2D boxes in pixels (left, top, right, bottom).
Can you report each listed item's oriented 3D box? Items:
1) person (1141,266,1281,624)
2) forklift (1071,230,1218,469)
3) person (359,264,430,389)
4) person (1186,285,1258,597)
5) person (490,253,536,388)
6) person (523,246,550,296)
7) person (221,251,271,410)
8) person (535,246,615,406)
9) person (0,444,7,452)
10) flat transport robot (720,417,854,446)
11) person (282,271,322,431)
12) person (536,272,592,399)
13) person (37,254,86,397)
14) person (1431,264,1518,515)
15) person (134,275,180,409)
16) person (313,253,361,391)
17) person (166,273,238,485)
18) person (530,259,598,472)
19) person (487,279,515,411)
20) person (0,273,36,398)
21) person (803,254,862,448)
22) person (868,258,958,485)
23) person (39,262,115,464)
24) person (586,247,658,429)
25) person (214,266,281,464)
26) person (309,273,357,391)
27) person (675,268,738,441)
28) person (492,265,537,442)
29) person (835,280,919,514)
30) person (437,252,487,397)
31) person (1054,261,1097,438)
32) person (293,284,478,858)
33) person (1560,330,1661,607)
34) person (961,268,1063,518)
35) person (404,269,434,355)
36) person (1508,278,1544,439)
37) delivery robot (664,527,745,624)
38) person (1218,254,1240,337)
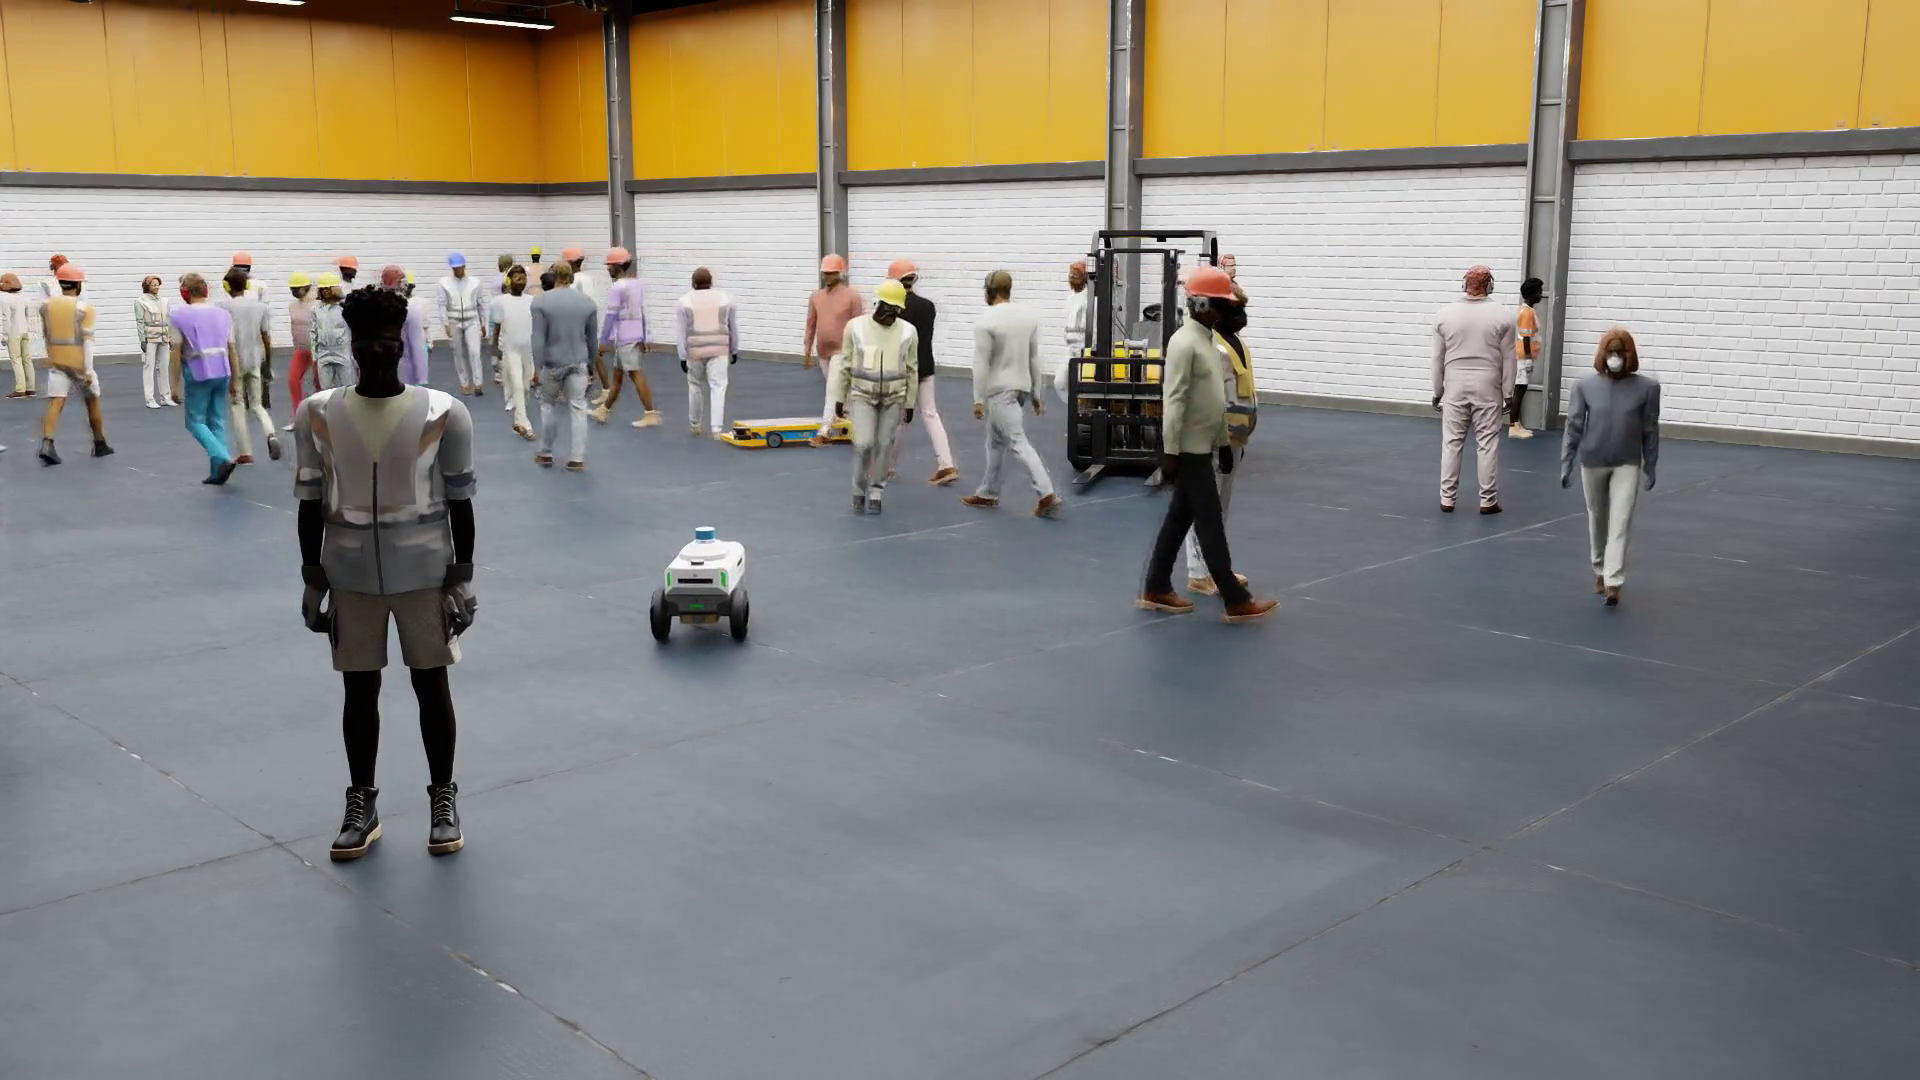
[{"bbox_3d":[1.396,-0.525,9.224,0.841,1.955,0.646,4,11,21],"label":"person"},{"bbox_3d":[1.804,-1.825,15.677,1.214,2.155,2.313,2,11,13],"label":"forklift"},{"bbox_3d":[-4.833,-1.393,14.153,0.672,1.884,0.523,4,11,22],"label":"person"},{"bbox_3d":[1.561,-0.601,9.966,0.430,1.844,0.624,6,12,30],"label":"person"},{"bbox_3d":[-6.262,-3.055,23.235,1.039,1.886,0.642,10,14,43],"label":"person"},{"bbox_3d":[-7.992,-4.586,31.457,0.594,1.925,0.370,-5,12,-27],"label":"person"},{"bbox_3d":[-8.730,-2.556,20.361,0.552,1.935,0.368,-8,13,-37],"label":"person"},{"bbox_3d":[-4.821,-2.665,20.820,1.049,1.986,0.633,4,11,19],"label":"person"},{"bbox_3d":[-9.672,-1.640,16.229,0.670,1.611,0.544,6,12,30],"label":"person"},{"bbox_3d":[-1.690,-1.123,17.098,1.431,0.197,0.652,-4,11,-23],"label":"flat transport robot"},{"bbox_3d":[-7.126,-2.034,18.041,0.552,1.733,0.680,5,12,26],"label":"person"},{"bbox_3d":[-5.158,-2.627,21.504,0.735,1.665,0.569,5,12,26],"label":"person"},{"bbox_3d":[-11.804,-2.816,21.932,0.574,1.882,0.358,-4,11,-22],"label":"person"},{"bbox_3d":[3.941,-1.147,12.767,0.638,1.909,0.408,5,12,25],"label":"person"},{"bbox_3d":[-9.976,-2.455,20.628,0.307,1.641,0.514,4,11,21],"label":"person"},{"bbox_3d":[-8.086,-2.789,21.754,0.864,1.908,0.551,4,11,22],"label":"person"},{"bbox_3d":[-6.359,-1.338,14.052,0.543,1.820,0.611,6,12,31],"label":"person"},{"bbox_3d":[-3.641,-1.592,15.186,0.664,1.905,0.896,-7,12,-32],"label":"person"},{"bbox_3d":[-5.445,-2.360,20.153,0.552,1.613,0.567,-2,11,-9],"label":"person"},{"bbox_3d":[-12.439,-2.688,21.910,0.277,1.633,0.507,1,10,5],"label":"person"},{"bbox_3d":[-1.296,-1.939,16.999,0.637,1.945,1.009,6,12,28],"label":"person"},{"bbox_3d":[-0.404,-1.439,14.272,0.597,1.950,1.022,-8,13,-38],"label":"person"},{"bbox_3d":[-8.424,-1.669,15.694,0.547,1.893,1.002,0,10,-1],"label":"person"},{"bbox_3d":[-3.807,-2.224,18.389,1.039,1.990,0.632,2,11,10],"label":"person"},{"bbox_3d":[-6.626,-1.601,15.406,0.544,1.853,0.516,9,14,42],"label":"person"},{"bbox_3d":[-6.568,-1.925,17.453,0.494,1.743,0.304,0,10,-1],"label":"person"},{"bbox_3d":[-2.660,-1.959,17.521,0.643,1.787,0.975,-2,11,-10],"label":"person"},{"bbox_3d":[-4.625,-1.974,17.519,0.552,1.827,0.886,-8,13,-37],"label":"person"},{"bbox_3d":[-0.629,-1.074,12.680,0.646,1.790,0.459,-2,11,-9],"label":"person"},{"bbox_3d":[-6.555,-2.832,21.963,0.604,1.893,0.989,-3,11,-17],"label":"person"},{"bbox_3d":[1.232,-1.967,17.346,0.431,1.863,0.615,-4,11,-23],"label":"person"},{"bbox_3d":[-1.961,0.116,5.713,0.607,1.966,0.367,-2,11,-9],"label":"person"},{"bbox_3d":[3.766,-0.421,9.665,0.520,1.581,0.868,5,11,25],"label":"person"},{"bbox_3d":[0.414,-1.119,12.693,1.030,1.895,0.639,9,14,40],"label":"person"},{"bbox_3d":[-6.534,-2.336,19.681,0.563,1.744,0.534,-6,12,-30],"label":"person"},{"bbox_3d":[5.962,-1.913,17.545,0.319,1.693,0.541,4,11,22],"label":"person"},{"bbox_3d":[-1.372,0.173,8.977,0.477,0.478,0.707,1,11,0],"label":"delivery robot"},{"bbox_3d":[3.165,-2.444,19.838,0.409,1.908,0.639,9,14,41],"label":"person"}]
